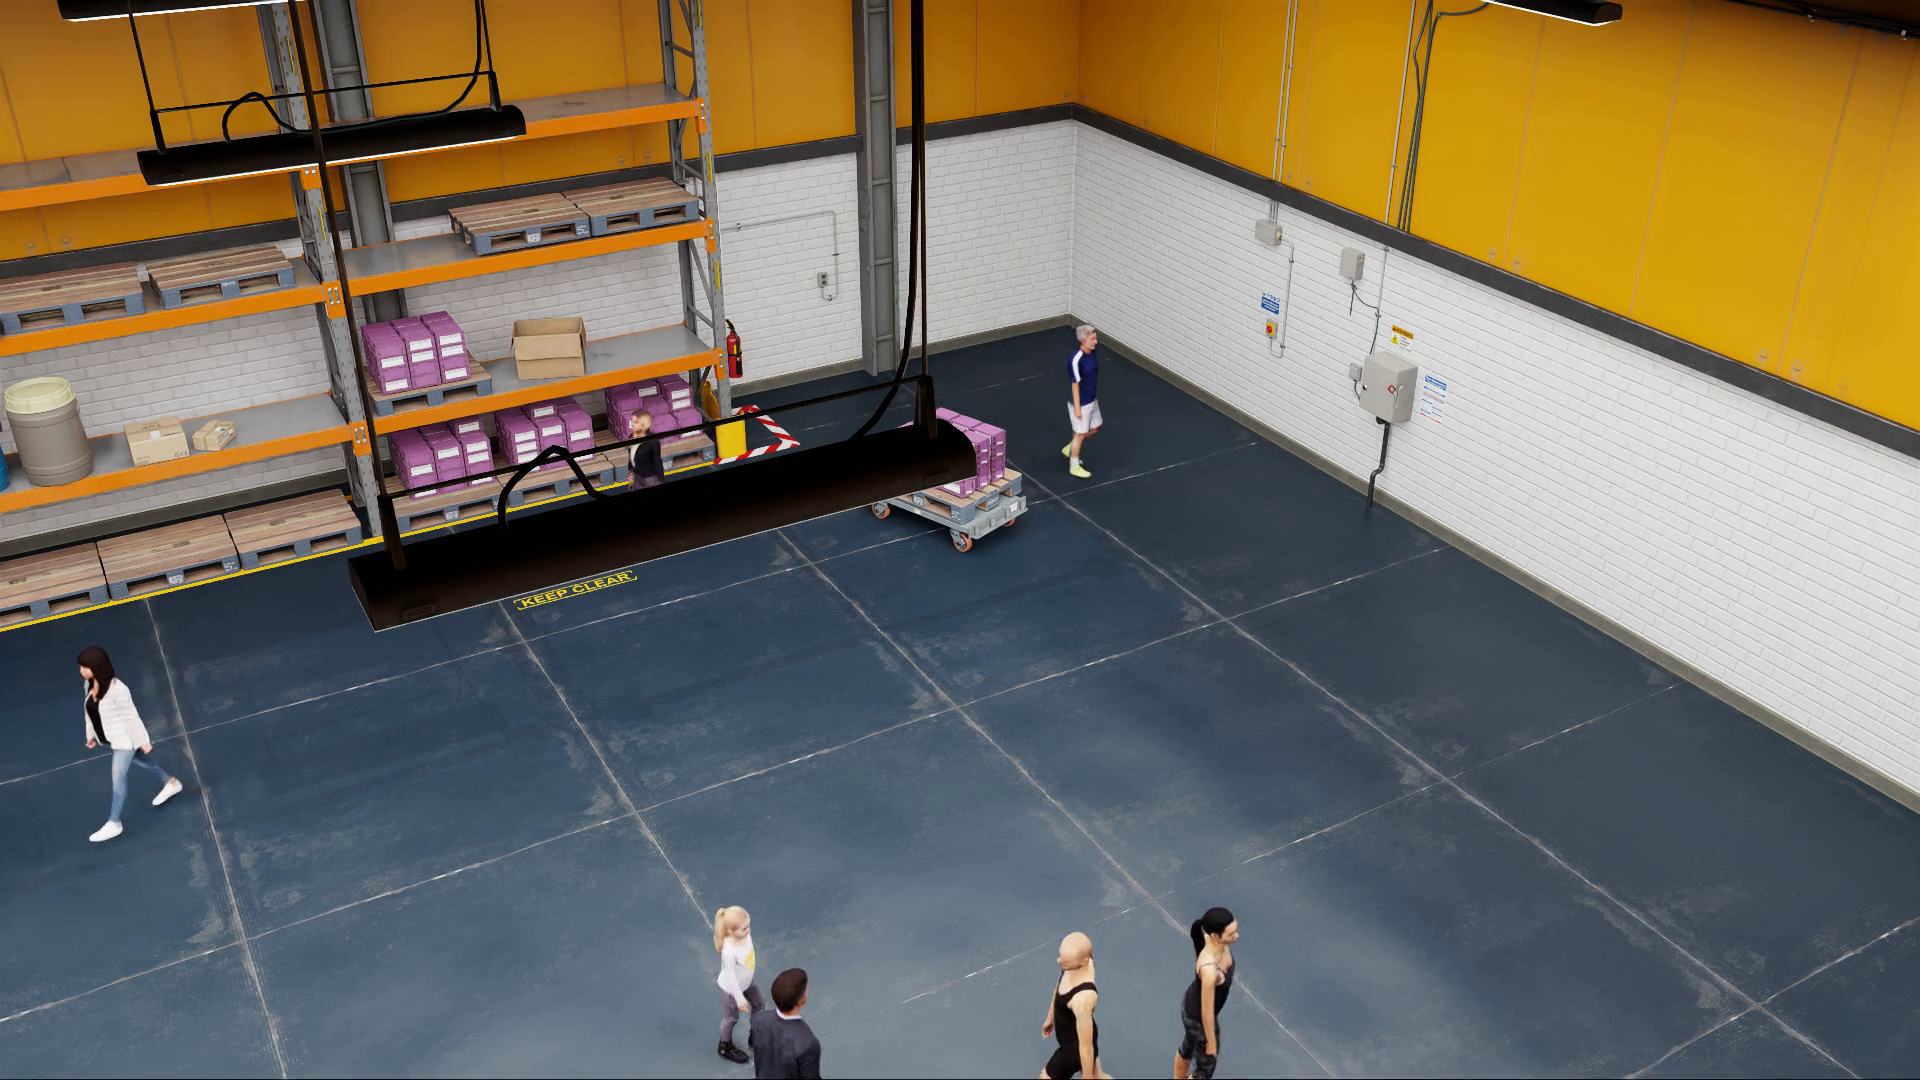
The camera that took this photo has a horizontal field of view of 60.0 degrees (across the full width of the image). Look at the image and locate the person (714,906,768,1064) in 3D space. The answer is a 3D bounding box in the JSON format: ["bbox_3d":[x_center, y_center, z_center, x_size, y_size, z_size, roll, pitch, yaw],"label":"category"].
[{"bbox_3d":[-1.520,2.889,10.874,0.746,1.266,0.687,8,30,15],"label":"person"}]

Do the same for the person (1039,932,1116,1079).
[{"bbox_3d":[0.800,3.052,10.052,1.277,1.767,1.080,2,29,3],"label":"person"}]

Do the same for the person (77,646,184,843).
[{"bbox_3d":[-6.521,1.506,13.066,0.954,1.594,1.170,17,33,29],"label":"person"}]

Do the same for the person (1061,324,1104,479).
[{"bbox_3d":[1.290,-1.569,18.461,0.855,1.826,0.781,15,32,25],"label":"person"}]

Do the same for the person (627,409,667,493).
[{"bbox_3d":[-3.079,-0.576,16.810,0.674,1.664,0.640,24,37,37],"label":"person"}]

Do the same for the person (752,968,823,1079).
[{"bbox_3d":[-1.044,3.295,9.526,0.890,1.843,0.985,15,32,26],"label":"person"}]

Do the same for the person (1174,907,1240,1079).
[{"bbox_3d":[1.483,2.941,10.310,0.724,1.715,0.666,5,29,9],"label":"person"}]
